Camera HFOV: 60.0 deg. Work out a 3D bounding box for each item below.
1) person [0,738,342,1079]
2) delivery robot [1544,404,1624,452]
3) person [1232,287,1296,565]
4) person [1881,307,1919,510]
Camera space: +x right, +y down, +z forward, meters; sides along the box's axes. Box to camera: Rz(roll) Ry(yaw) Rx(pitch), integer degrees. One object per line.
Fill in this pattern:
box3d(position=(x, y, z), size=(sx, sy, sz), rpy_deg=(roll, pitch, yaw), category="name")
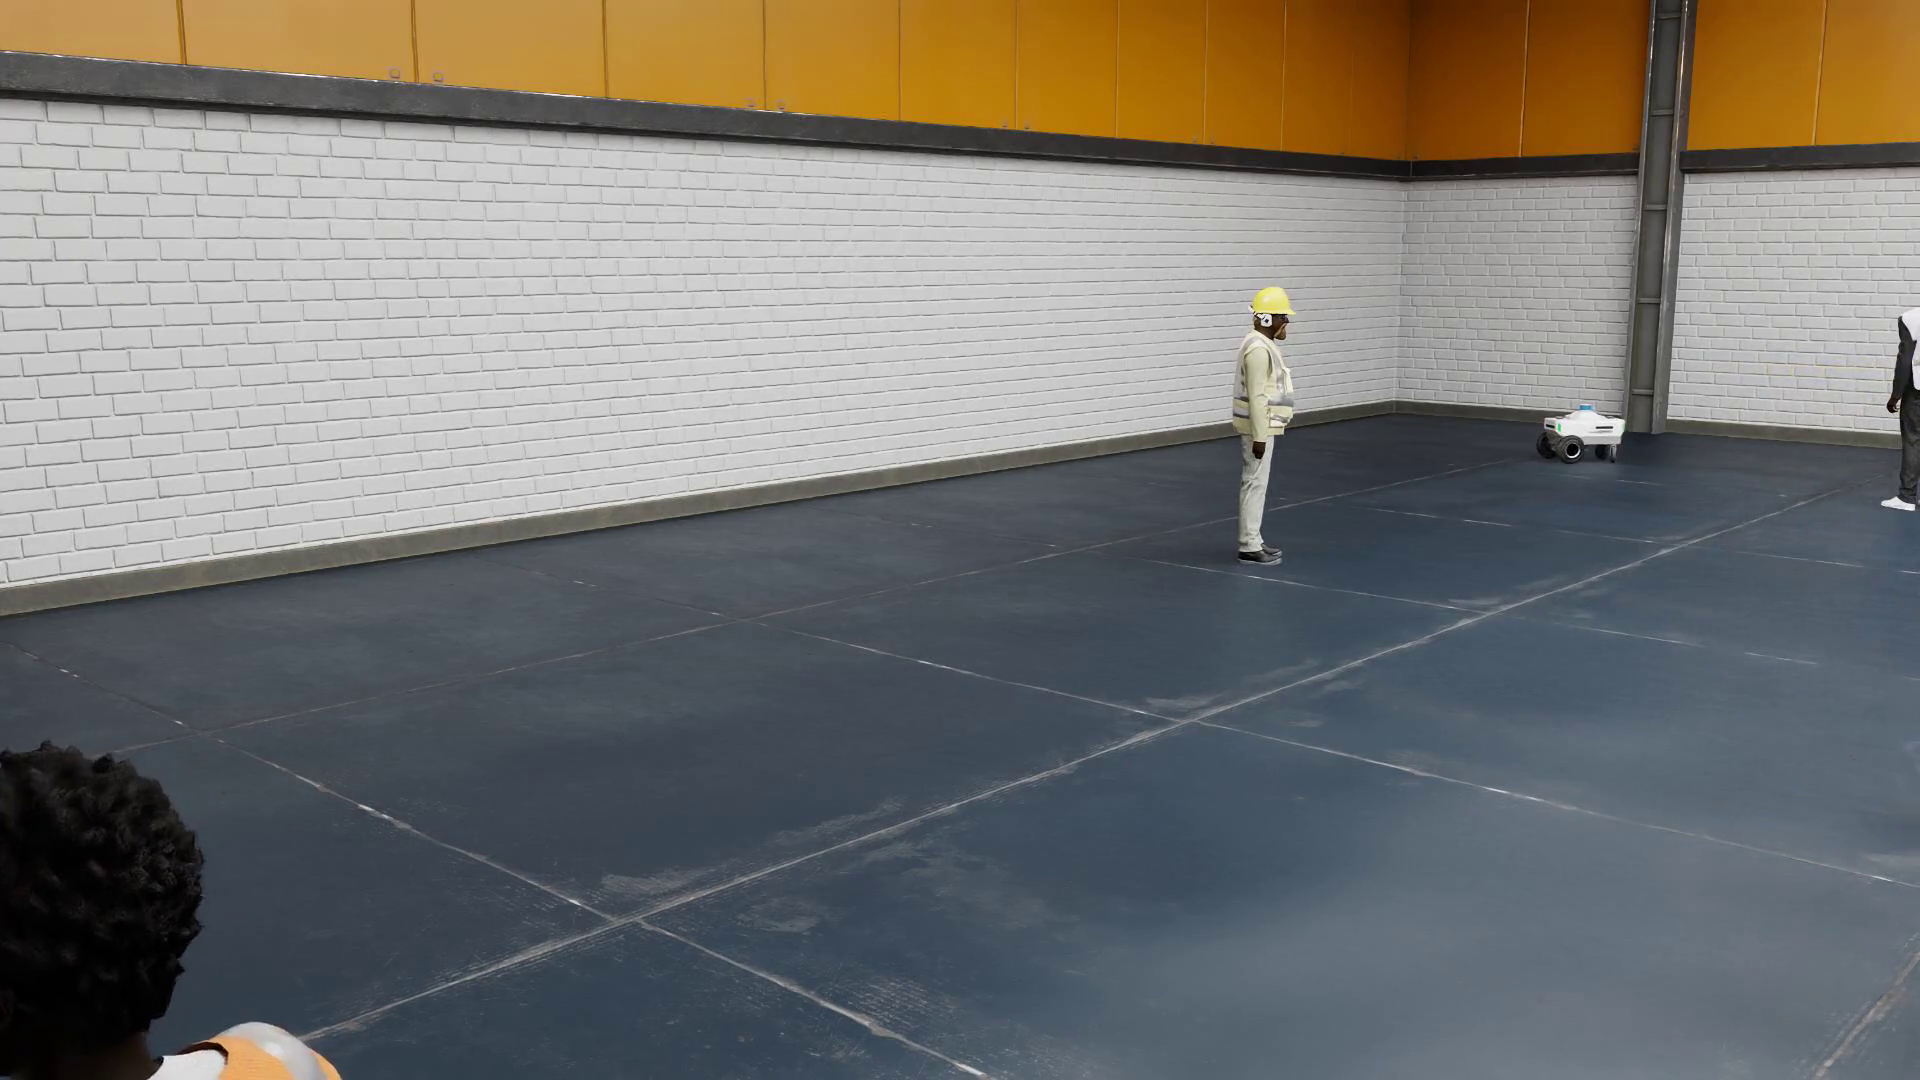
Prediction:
box3d(position=(-0.687, 0.996, 1.416), size=(0.321, 1.693, 0.536), rpy_deg=(2, 10, 12), category="person")
box3d(position=(6.085, -1.084, 16.214), size=(0.707, 0.478, 0.477), rpy_deg=(-1, 10, -7), category="delivery robot")
box3d(position=(1.995, -0.747, 10.963), size=(0.403, 1.825, 0.592), rpy_deg=(2, 10, 10), category="person")
box3d(position=(7.668, -1.186, 13.182), size=(0.596, 1.918, 0.382), rpy_deg=(-1, 10, -7), category="person")
